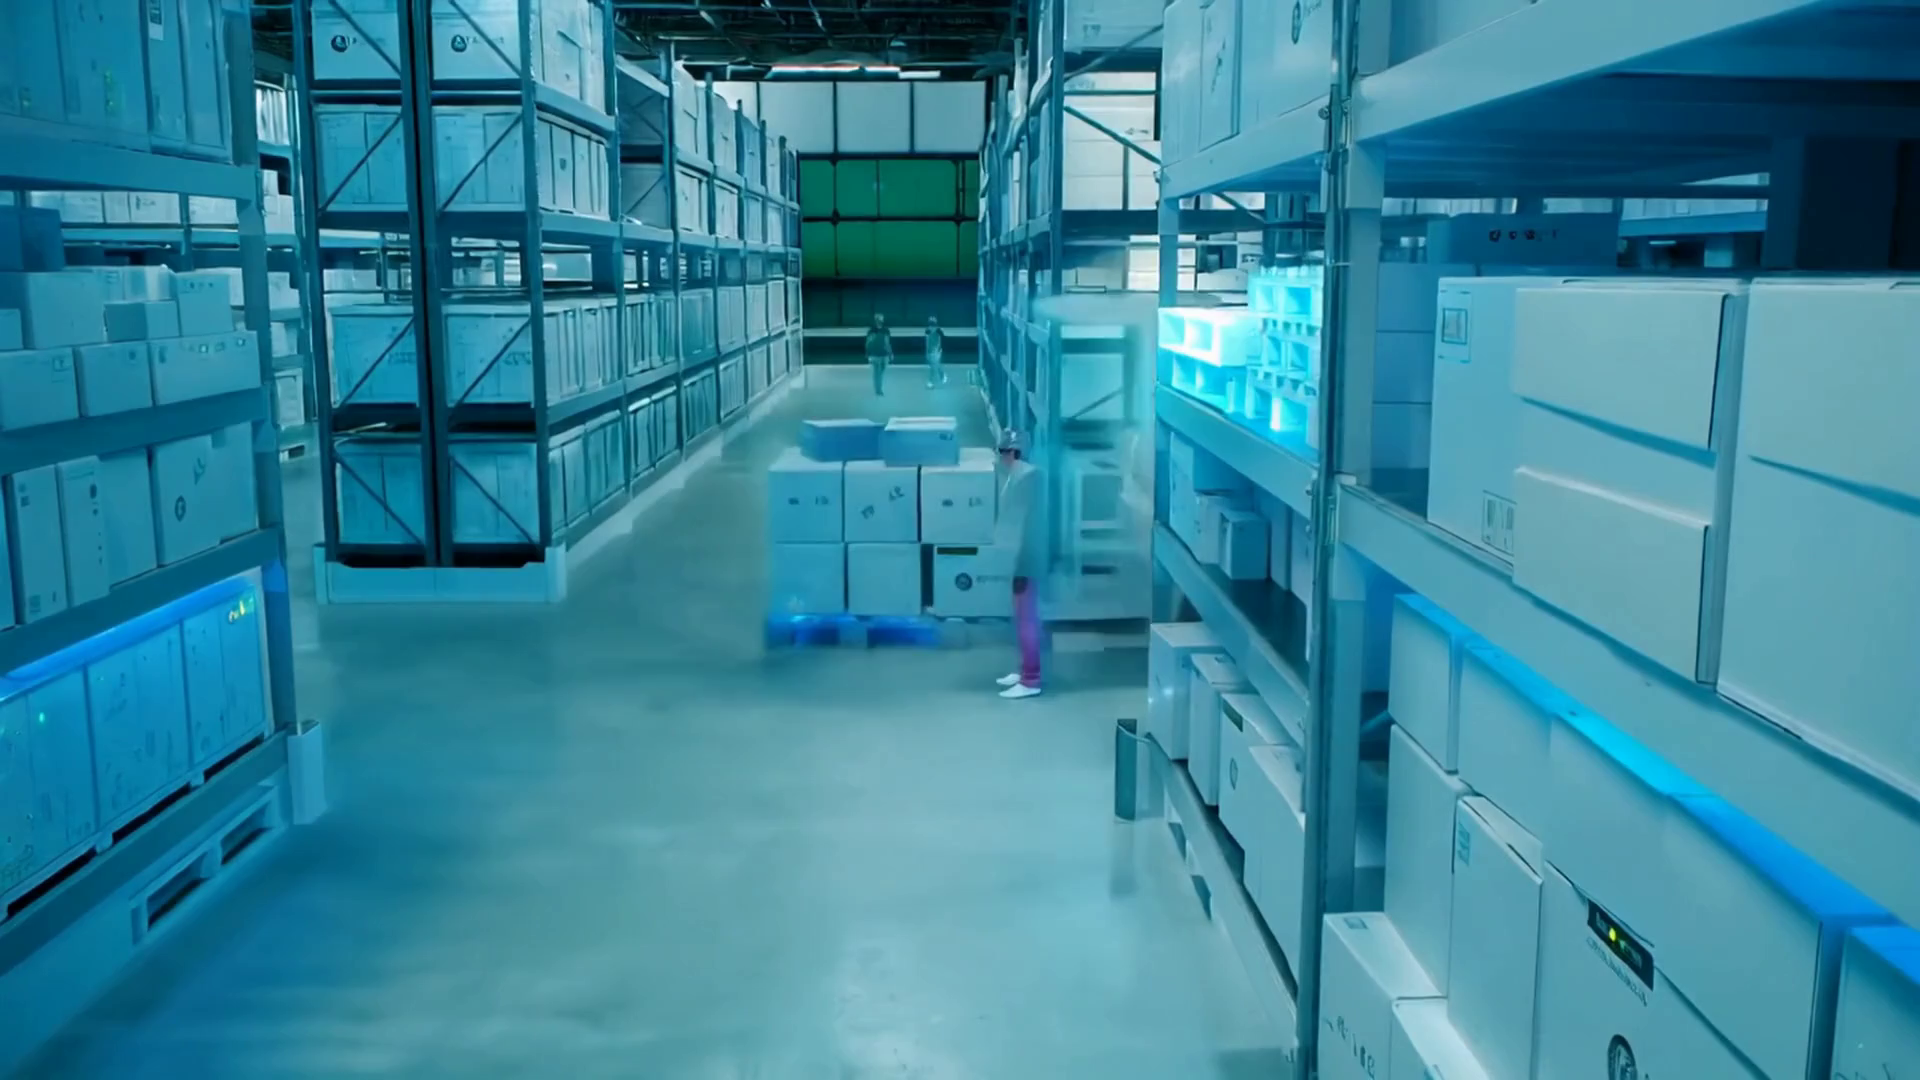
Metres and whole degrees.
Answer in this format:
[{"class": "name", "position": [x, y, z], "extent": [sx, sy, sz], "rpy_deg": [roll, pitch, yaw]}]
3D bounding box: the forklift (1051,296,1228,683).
[{"class": "forklift", "position": [1.672, -0.418, 12.418], "extent": [1.873, 2.768, 1.129], "rpy_deg": [0, 9, -2]}]

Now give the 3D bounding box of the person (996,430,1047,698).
[{"class": "person", "position": [0.413, 0.168, 11.812], "extent": [0.400, 1.905, 0.644], "rpy_deg": [0, 9, 2]}]

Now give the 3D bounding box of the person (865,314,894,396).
[{"class": "person", "position": [-1.895, -4.421, 39.808], "extent": [0.651, 1.943, 0.994], "rpy_deg": [-3, 10, -19]}]

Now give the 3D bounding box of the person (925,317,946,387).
[{"class": "person", "position": [-0.640, -4.858, 42.917], "extent": [0.593, 1.809, 0.608], "rpy_deg": [5, 11, 30]}]
